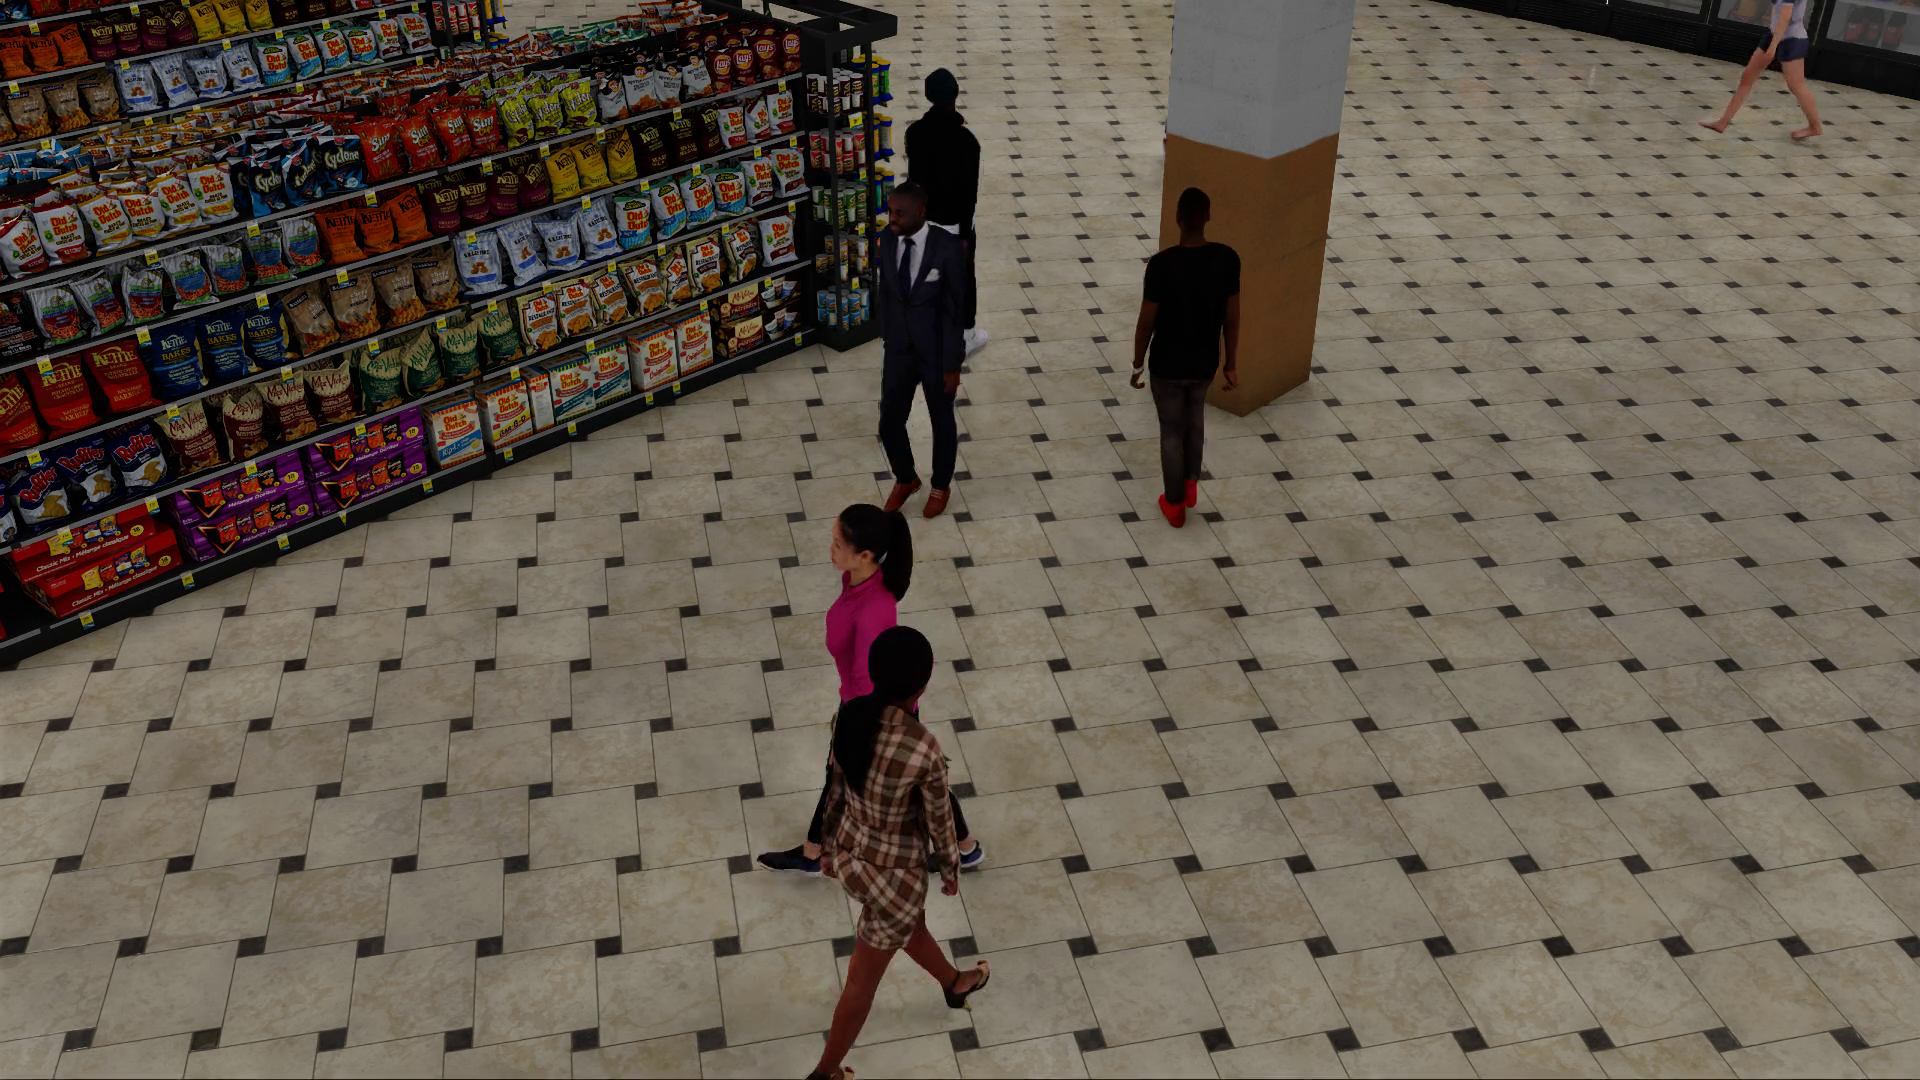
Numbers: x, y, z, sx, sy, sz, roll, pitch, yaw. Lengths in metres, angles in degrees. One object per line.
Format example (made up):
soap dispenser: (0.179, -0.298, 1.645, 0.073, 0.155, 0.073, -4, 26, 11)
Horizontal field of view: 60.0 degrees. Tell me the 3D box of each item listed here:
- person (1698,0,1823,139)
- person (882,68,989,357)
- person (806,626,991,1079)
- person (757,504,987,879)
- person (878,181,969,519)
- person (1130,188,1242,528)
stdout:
person: (6.806, -4.031, 13.556, 1.082, 1.630, 1.192, 9, 33, 14)
person: (-0.165, -1.871, 9.932, 0.907, 1.791, 1.183, 16, 35, 24)
person: (-0.299, 1.124, 5.177, 0.582, 1.729, 1.036, 26, 40, 35)
person: (-0.205, 0.611, 6.066, 1.177, 1.660, 1.005, -5, 32, -8)
person: (-0.153, -0.989, 8.499, 0.806, 1.807, 0.791, 13, 34, 21)
person: (1.147, -0.845, 8.279, 0.732, 1.796, 0.837, -6, 32, -10)
